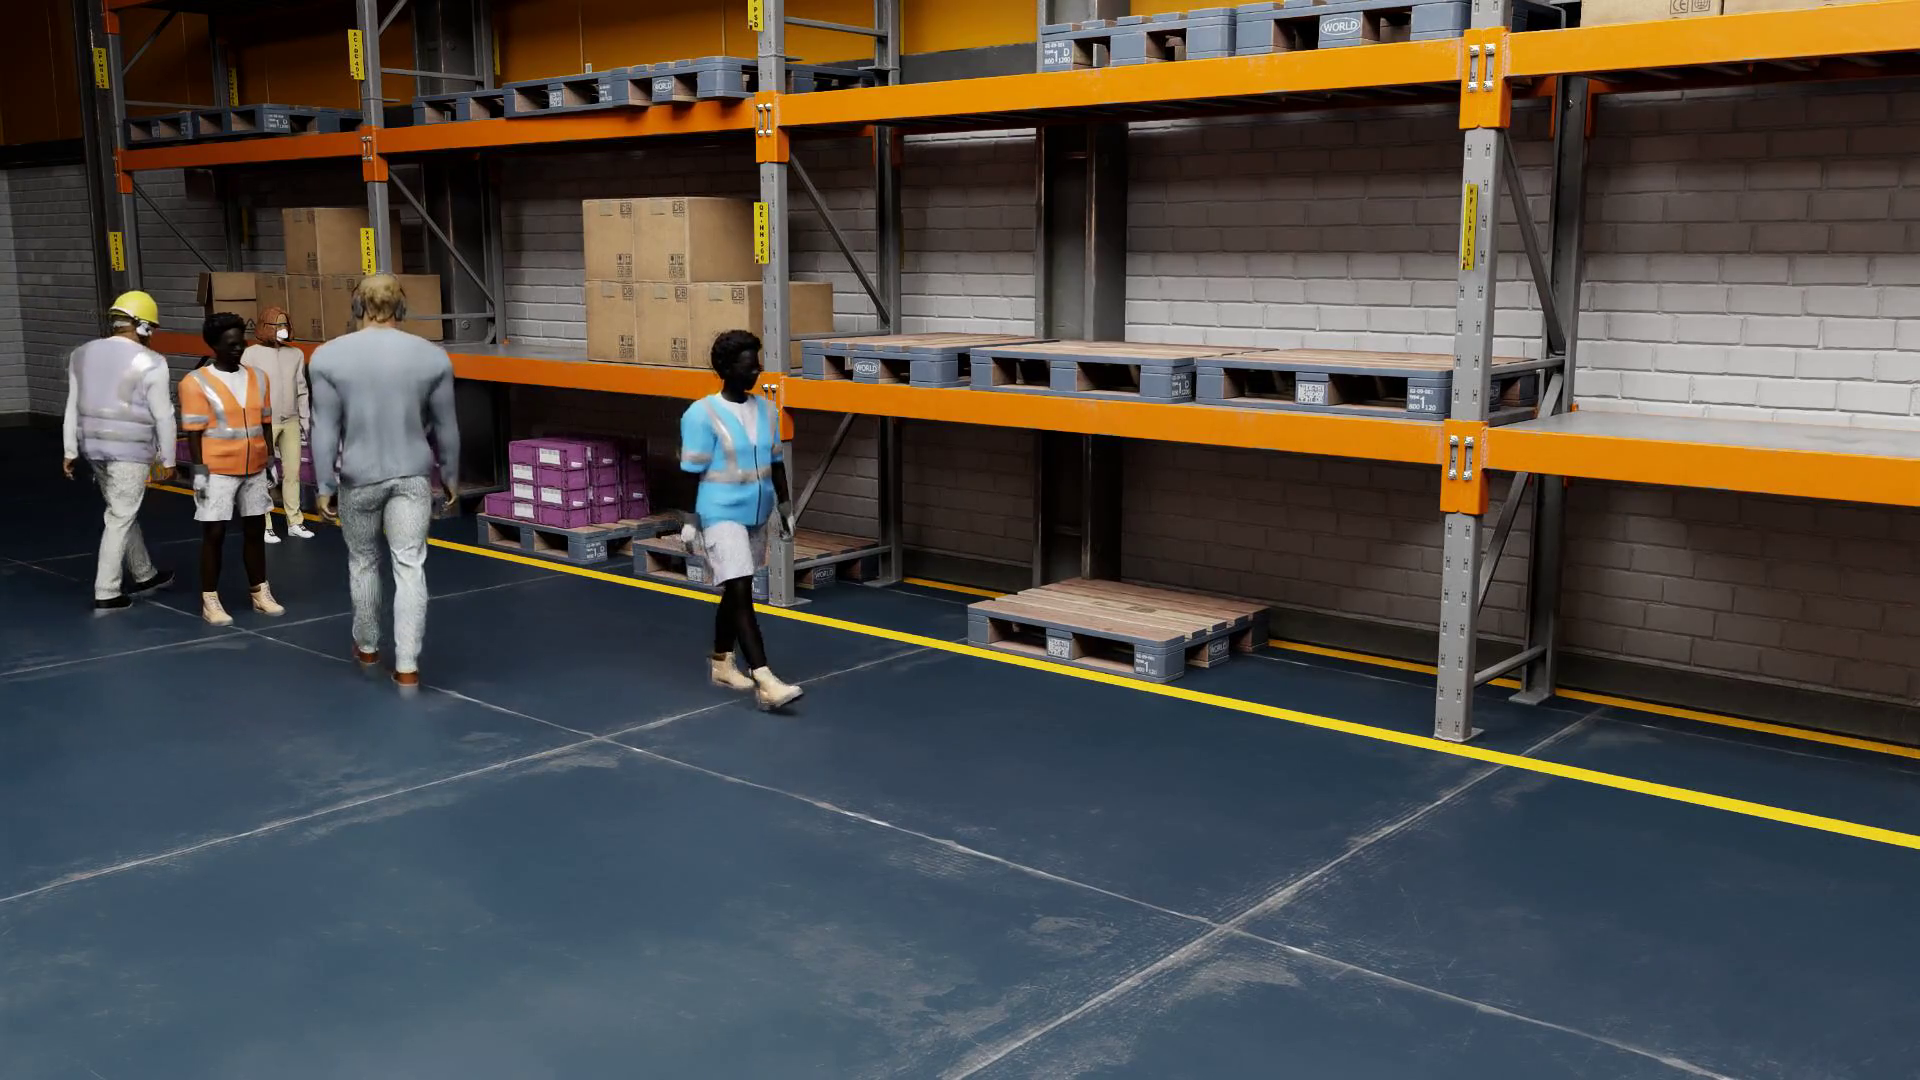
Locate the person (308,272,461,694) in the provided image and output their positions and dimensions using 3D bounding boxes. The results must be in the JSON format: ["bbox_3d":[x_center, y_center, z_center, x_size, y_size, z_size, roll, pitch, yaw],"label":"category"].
[{"bbox_3d":[-2.677,-0.285,7.775,0.660,1.900,0.917,-4,11,-23],"label":"person"}]

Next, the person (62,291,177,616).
[{"bbox_3d":[-4.648,-0.504,9.387,0.611,1.780,0.846,3,10,16],"label":"person"}]

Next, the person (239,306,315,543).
[{"bbox_3d":[-4.716,-0.796,11.495,0.277,1.629,0.497,7,12,34],"label":"person"}]

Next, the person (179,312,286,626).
[{"bbox_3d":[-3.926,-0.383,8.975,0.320,1.688,0.533,6,12,32],"label":"person"}]

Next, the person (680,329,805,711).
[{"bbox_3d":[-0.911,-0.087,7.346,0.773,1.664,0.551,8,13,37],"label":"person"}]
